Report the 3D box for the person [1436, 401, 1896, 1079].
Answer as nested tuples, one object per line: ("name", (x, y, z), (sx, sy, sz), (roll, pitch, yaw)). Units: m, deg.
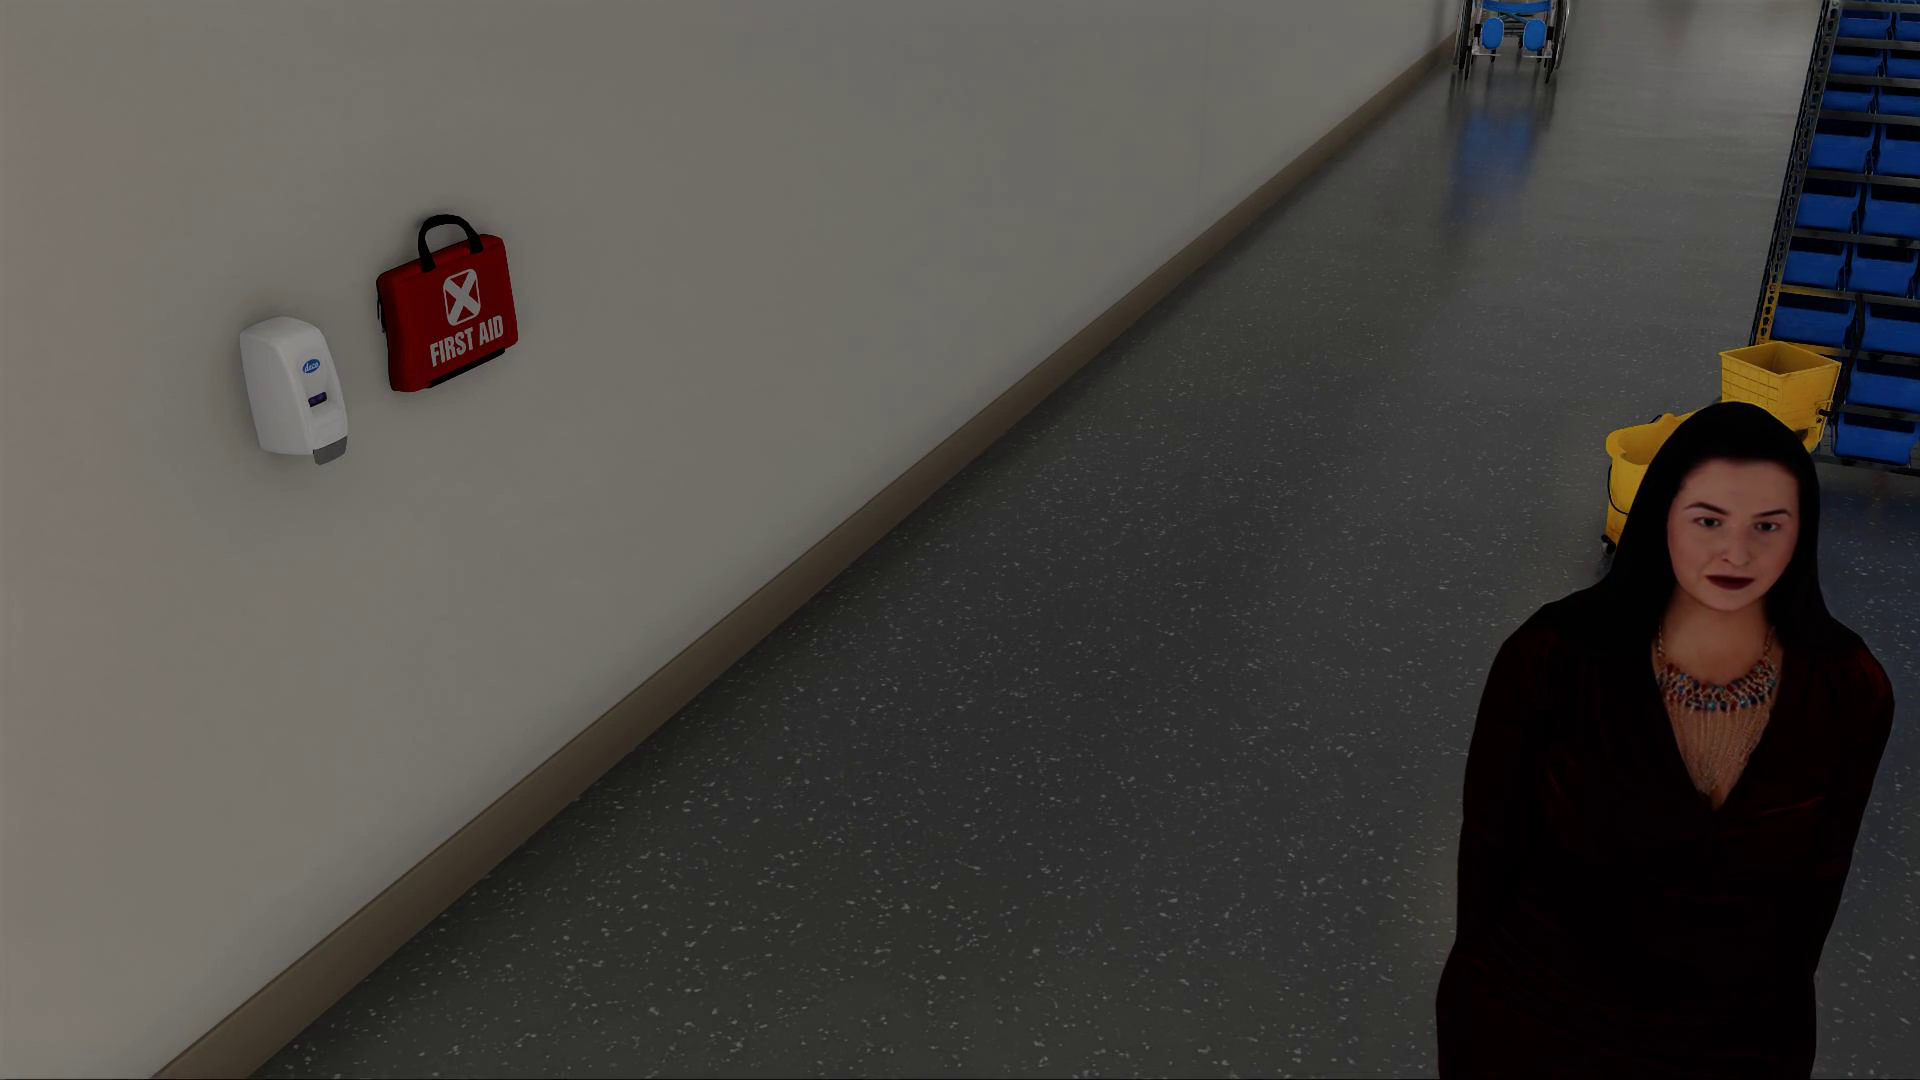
("person", (0.923, 0.630, 2.329), (0.639, 1.758, 0.789), (3, 26, 7))
